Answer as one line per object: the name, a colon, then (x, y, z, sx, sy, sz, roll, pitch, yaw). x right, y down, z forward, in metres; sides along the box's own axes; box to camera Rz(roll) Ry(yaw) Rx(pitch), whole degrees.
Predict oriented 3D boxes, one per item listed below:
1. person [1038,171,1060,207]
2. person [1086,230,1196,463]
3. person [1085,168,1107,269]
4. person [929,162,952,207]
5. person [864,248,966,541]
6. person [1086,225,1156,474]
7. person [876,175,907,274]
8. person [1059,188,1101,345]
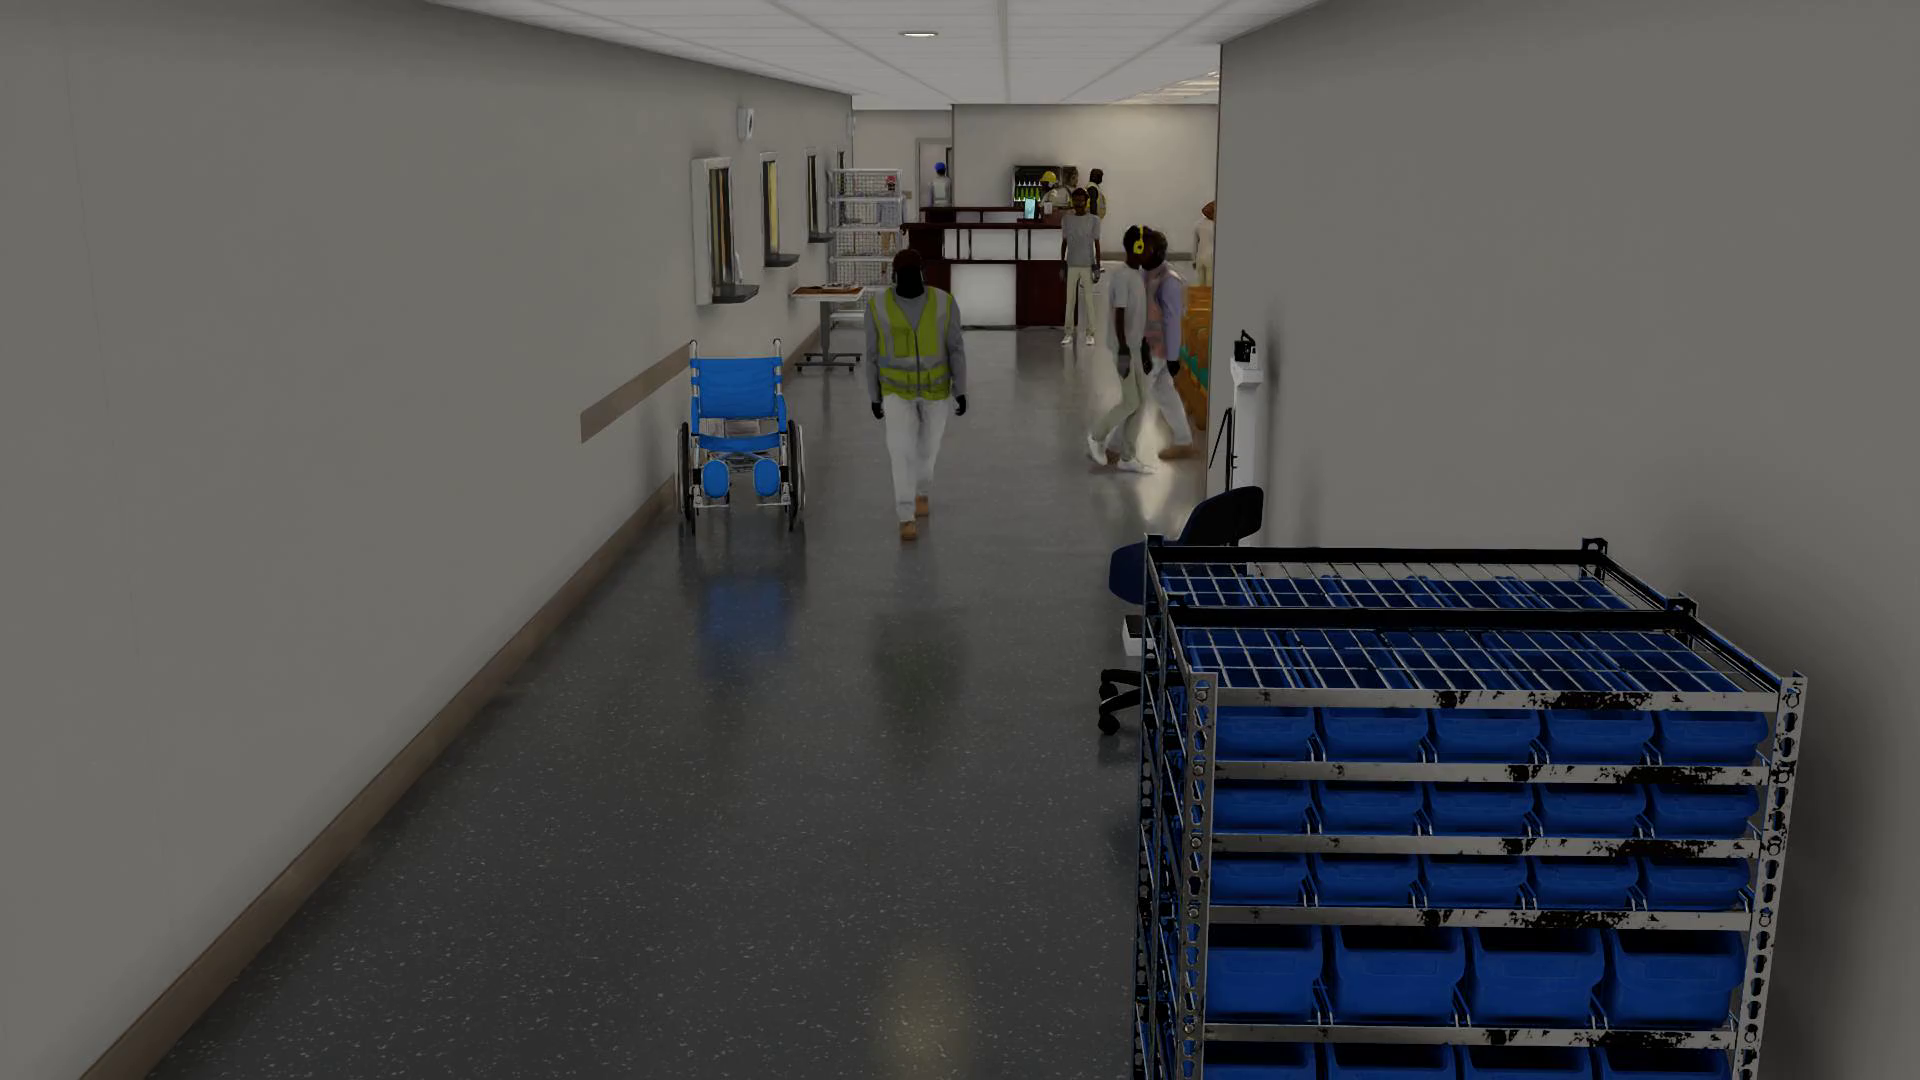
person: (1.499, -5.338, 28.312, 0.403, 1.837, 0.590, -1, 14, -3)
person: (1.435, -1.463, 12.705, 0.927, 1.788, 0.647, -2, 14, -9)
person: (2.478, -5.902, 30.607, 0.429, 1.838, 0.622, 0, 14, 2)
person: (-0.359, -6.618, 33.389, 0.666, 1.895, 0.871, 7, 16, 28)
person: (-0.292, -0.966, 10.655, 0.625, 1.810, 0.929, -2, 14, -8)
person: (1.223, -1.405, 12.338, 0.538, 1.841, 0.567, 7, 16, 27)
person: (-1.217, -5.608, 29.605, 0.563, 1.742, 0.361, 0, 14, 0)
person: (1.428, -3.241, 19.771, 0.505, 1.861, 0.330, 5, 15, 18)
